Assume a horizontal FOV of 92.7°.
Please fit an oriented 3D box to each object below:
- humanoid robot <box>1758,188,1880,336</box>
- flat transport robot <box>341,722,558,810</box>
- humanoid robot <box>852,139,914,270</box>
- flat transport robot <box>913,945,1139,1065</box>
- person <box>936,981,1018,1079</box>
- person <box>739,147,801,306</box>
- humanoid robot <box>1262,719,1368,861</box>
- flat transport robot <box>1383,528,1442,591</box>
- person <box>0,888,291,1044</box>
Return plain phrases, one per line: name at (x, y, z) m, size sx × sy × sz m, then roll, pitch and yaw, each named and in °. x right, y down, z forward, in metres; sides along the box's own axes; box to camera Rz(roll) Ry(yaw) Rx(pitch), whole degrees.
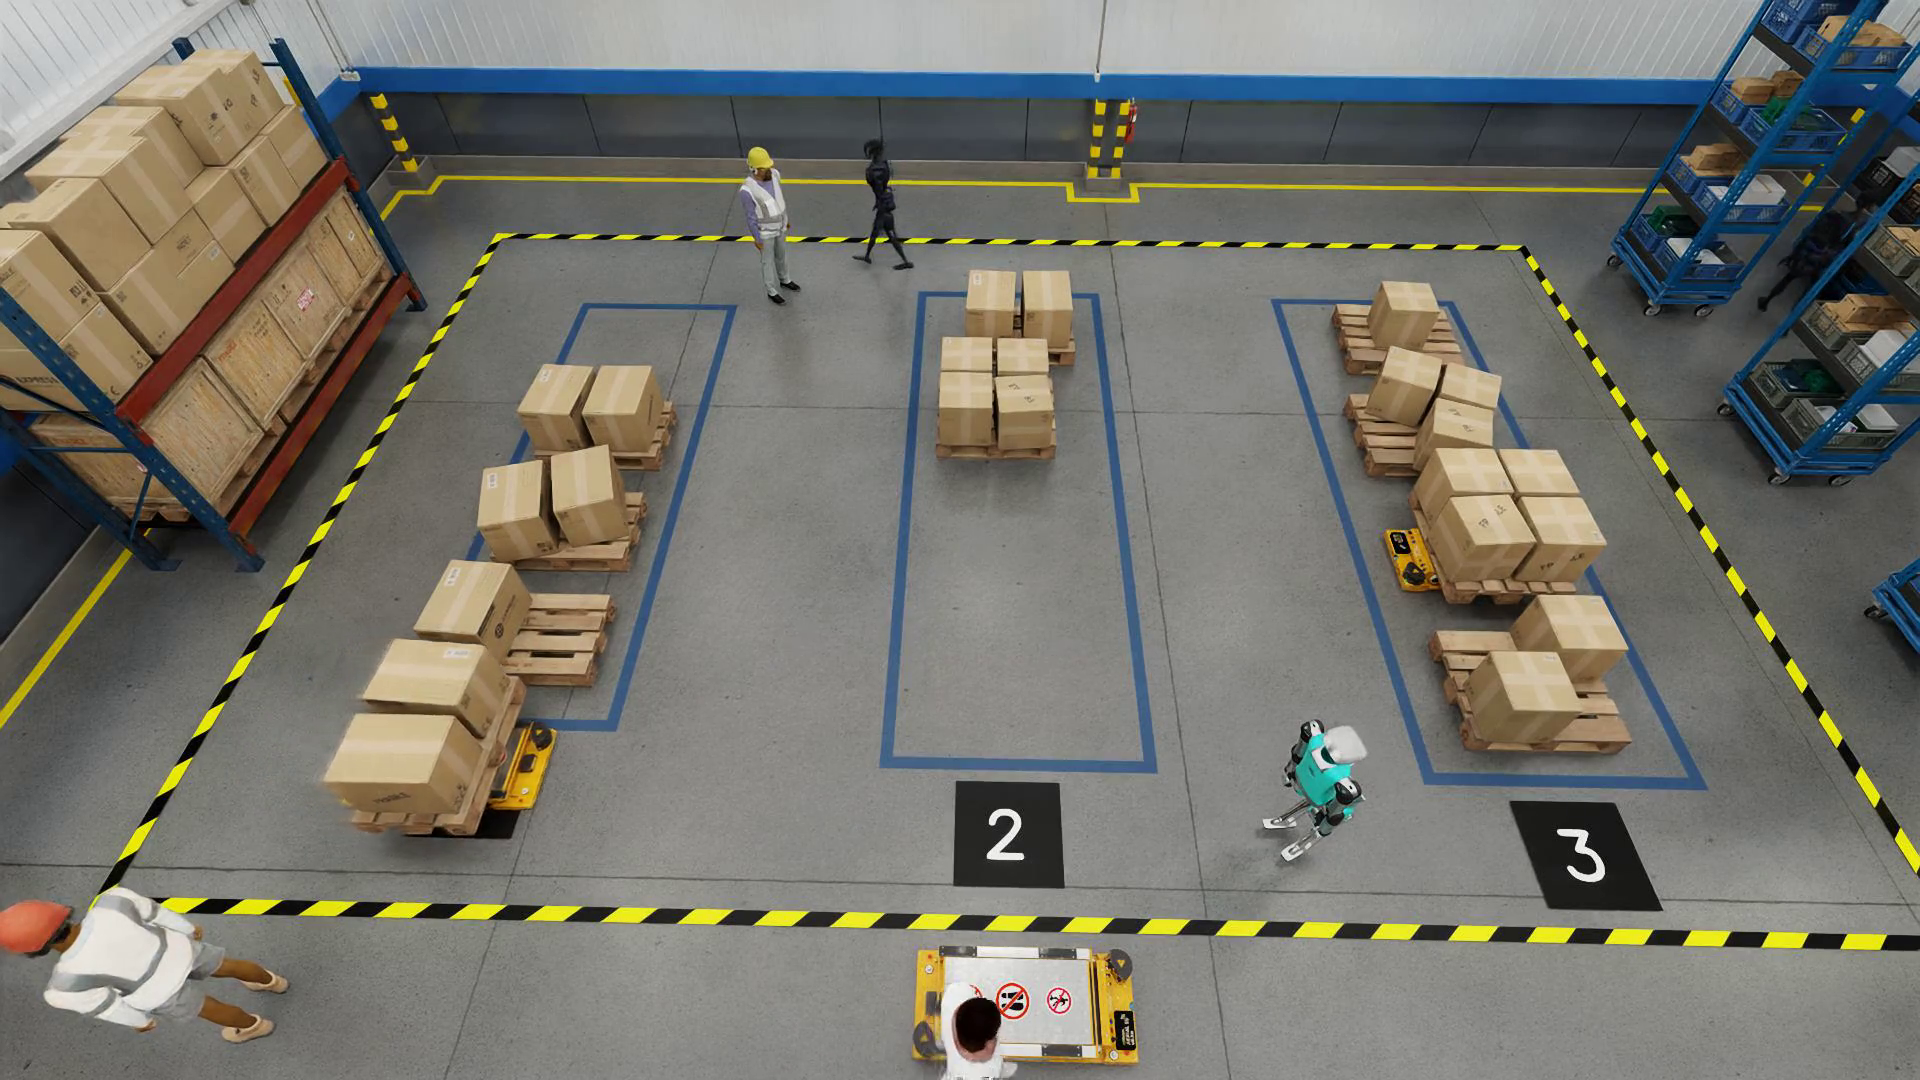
humanoid robot at (9.509, -3.093, 10.129) m, size 0.608 × 1.628 × 0.781 m, roll 19°, pitch 53°, yaw 15°
flat transport robot at (-3.930, 1.721, 7.065) m, size 1.431 × 0.197 × 0.652 m, roll 1°, pitch 51°, yaw 1°
humanoid robot at (-0.948, -3.904, 10.783) m, size 0.756 × 1.623 × 0.598 m, roll -7°, pitch 51°, yaw -6°
flat transport robot at (0.422, 3.041, 6.007) m, size 1.431 × 0.231 × 0.659 m, roll 1°, pitch 51°, yaw 1°
person at (0.038, 2.889, 5.074) m, size 0.654 × 1.896 × 0.609 m, roll -9°, pitch 51°, yaw -7°
person at (-2.136, -3.545, 10.363) m, size 0.404 × 1.837 × 0.590 m, roll 25°, pitch 55°, yaw 19°
humanoid robot at (2.495, 1.654, 6.101) m, size 0.735 × 1.681 × 0.533 m, roll -13°, pitch 52°, yaw -10°
flat transport robot at (4.689, 0.155, 8.342) m, size 1.431 × 0.197 × 0.652 m, roll 1°, pitch 51°, yaw 1°
person at (-4.660, 2.503, 5.302) m, size 0.392 × 2.044 × 0.607 m, roll 0°, pitch 51°, yaw 0°
